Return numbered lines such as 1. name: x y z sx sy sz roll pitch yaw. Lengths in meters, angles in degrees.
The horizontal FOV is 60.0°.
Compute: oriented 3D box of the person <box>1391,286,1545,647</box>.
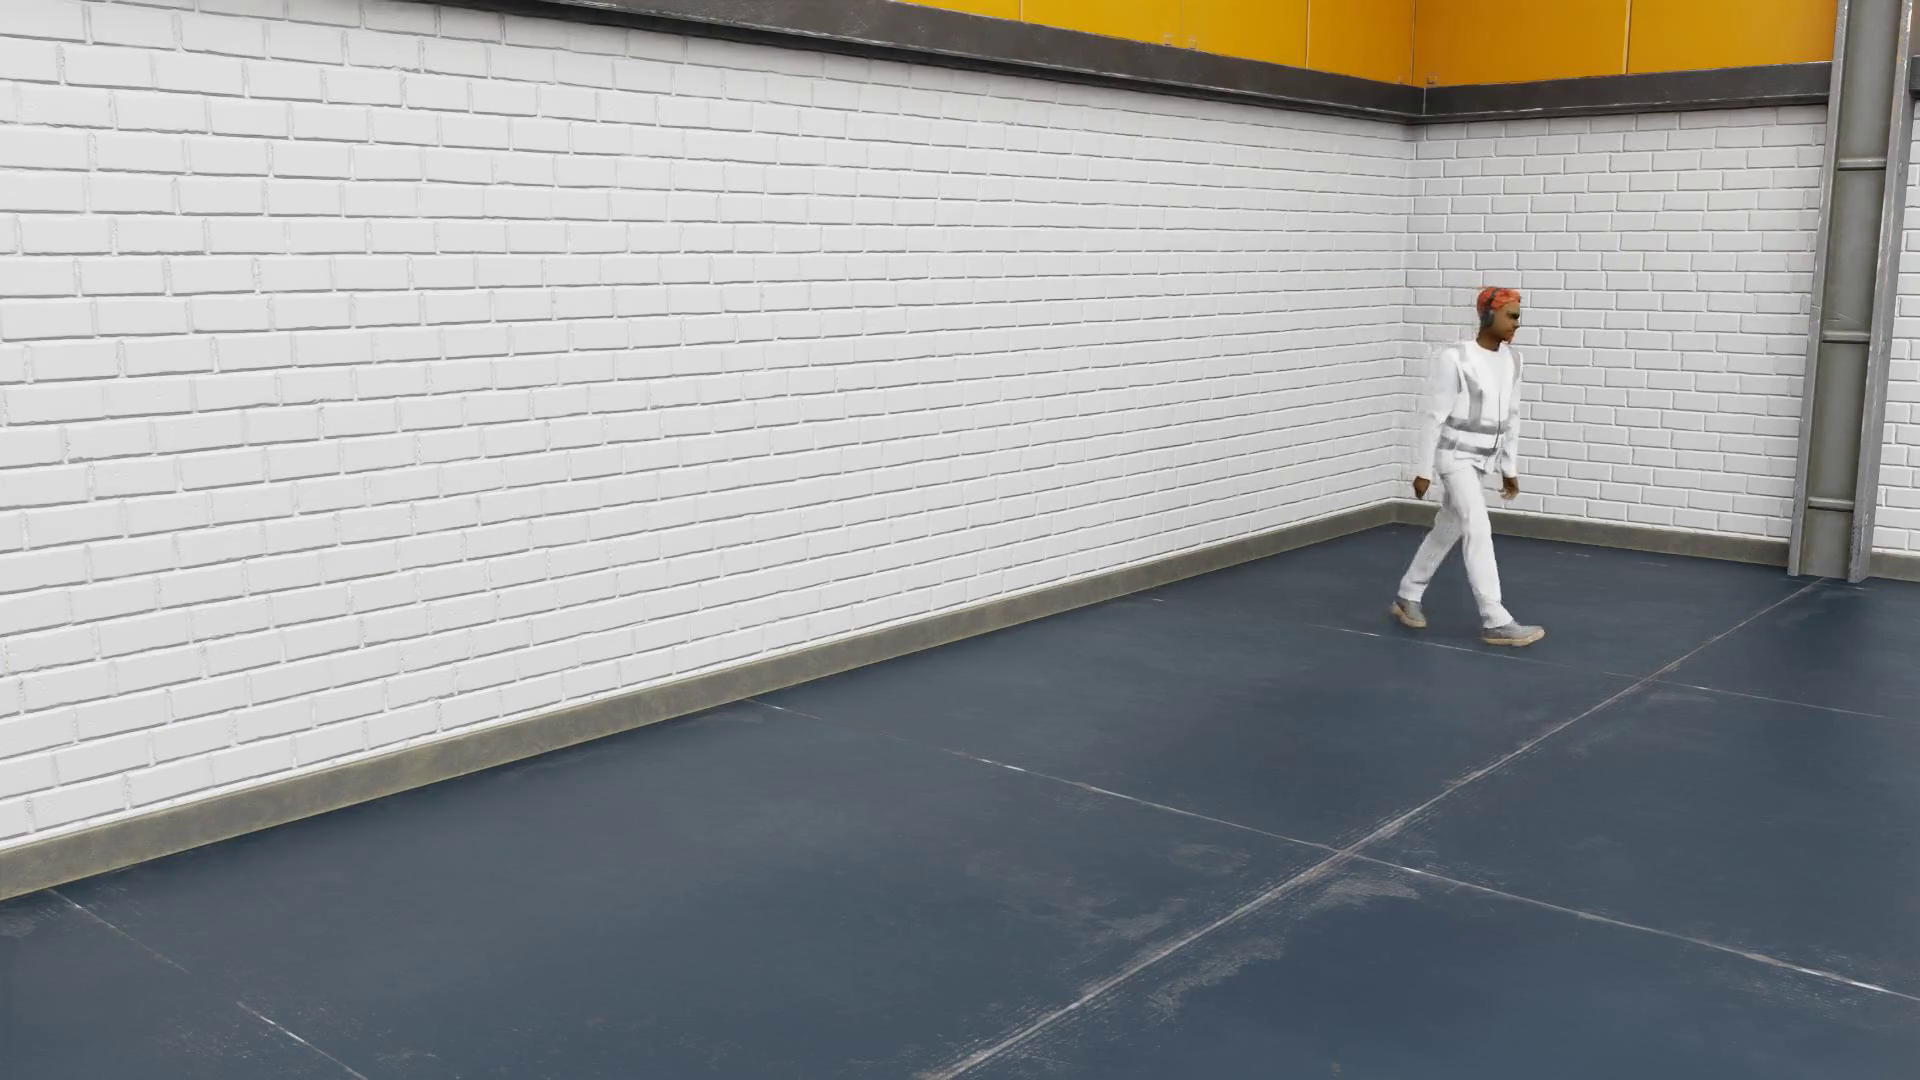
1. person: 2.613 -0.394 8.647 0.580 1.841 0.922 -8 13 -39
